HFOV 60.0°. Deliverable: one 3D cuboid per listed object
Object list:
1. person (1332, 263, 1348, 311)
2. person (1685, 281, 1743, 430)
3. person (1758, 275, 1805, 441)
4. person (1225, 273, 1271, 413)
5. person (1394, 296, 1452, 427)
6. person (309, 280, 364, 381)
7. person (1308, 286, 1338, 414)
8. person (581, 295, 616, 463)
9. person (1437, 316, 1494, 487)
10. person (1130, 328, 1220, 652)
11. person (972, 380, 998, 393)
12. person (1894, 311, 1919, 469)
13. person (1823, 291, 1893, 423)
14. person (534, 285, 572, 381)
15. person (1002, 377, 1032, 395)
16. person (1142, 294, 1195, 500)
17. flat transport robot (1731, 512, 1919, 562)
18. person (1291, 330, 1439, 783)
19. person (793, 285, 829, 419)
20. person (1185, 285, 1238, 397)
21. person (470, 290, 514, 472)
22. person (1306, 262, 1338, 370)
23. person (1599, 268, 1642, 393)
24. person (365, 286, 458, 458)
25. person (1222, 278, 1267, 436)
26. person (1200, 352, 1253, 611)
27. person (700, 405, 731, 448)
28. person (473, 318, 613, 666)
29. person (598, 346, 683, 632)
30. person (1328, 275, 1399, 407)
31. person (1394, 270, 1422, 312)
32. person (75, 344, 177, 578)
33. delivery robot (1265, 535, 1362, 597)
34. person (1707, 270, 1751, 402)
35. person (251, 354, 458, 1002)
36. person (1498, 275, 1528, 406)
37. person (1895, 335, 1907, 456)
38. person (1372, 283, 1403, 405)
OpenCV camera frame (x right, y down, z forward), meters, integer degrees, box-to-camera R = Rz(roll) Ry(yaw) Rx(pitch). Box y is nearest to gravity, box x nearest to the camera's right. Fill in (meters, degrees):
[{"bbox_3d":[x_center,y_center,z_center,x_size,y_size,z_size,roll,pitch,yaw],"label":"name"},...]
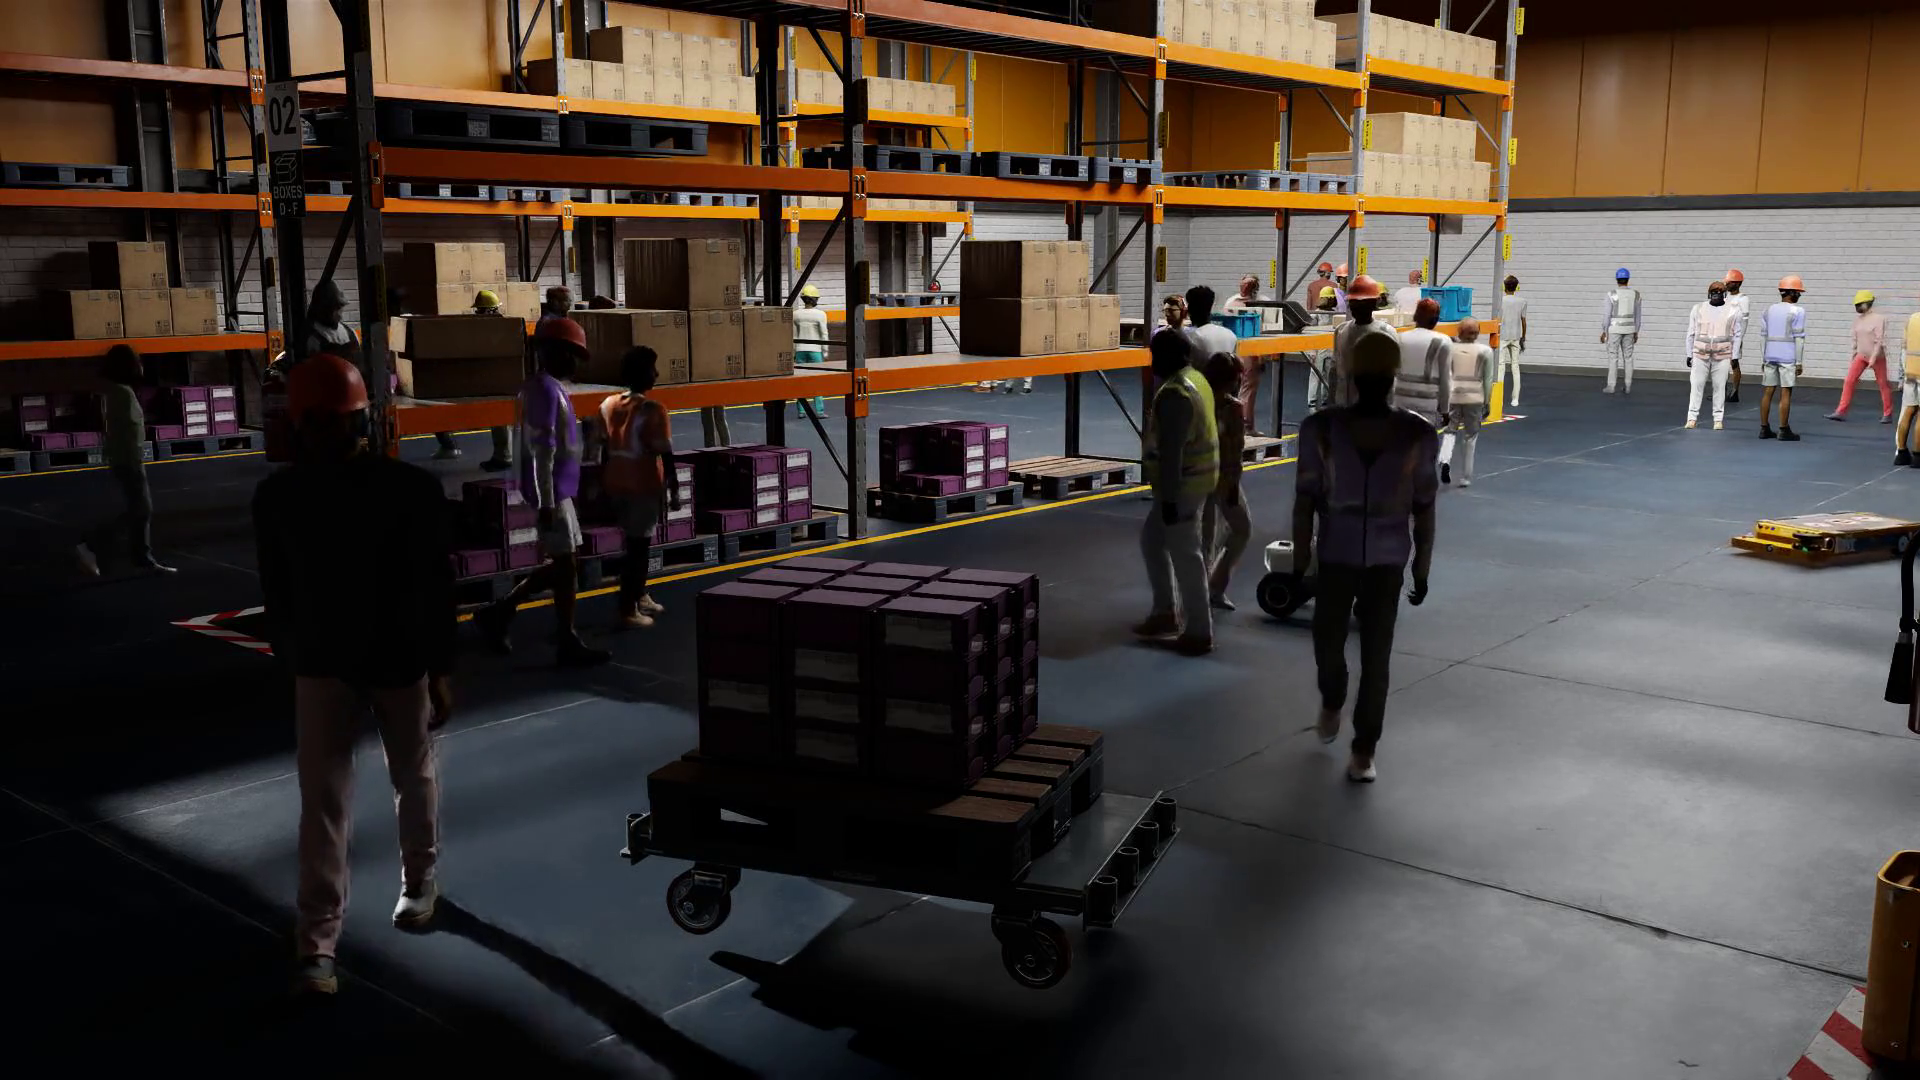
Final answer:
[{"bbox_3d":[5.400,-2.871,23.450,0.607,2.044,0.378,-2,10,-13],"label":"person"},{"bbox_3d":[9.385,-2.297,20.753,0.619,1.845,0.430,5,11,27],"label":"person"},{"bbox_3d":[9.679,-2.133,19.559,0.376,1.933,0.545,-5,11,-25],"label":"person"},{"bbox_3d":[3.877,-2.636,22.456,0.658,1.917,0.475,1,10,7],"label":"person"},{"bbox_3d":[3.842,-1.145,14.189,0.584,1.851,0.756,10,14,44],"label":"person"},{"bbox_3d":[-5.178,-1.162,13.725,0.826,2.000,0.691,5,11,26],"label":"person"},{"bbox_3d":[4.888,-2.512,22.255,0.487,1.746,0.289,-6,11,-29],"label":"person"},{"bbox_3d":[-2.859,-1.004,13.263,0.355,1.887,0.574,3,10,16],"label":"person"},{"bbox_3d":[4.715,-1.285,15.602,0.527,1.623,0.476,5,11,26],"label":"person"},{"bbox_3d":[1.210,-0.283,9.402,0.599,1.806,0.647,3,11,19],"label":"person"},{"bbox_3d":[0.400,-3.271,26.031,0.366,1.936,0.630,6,12,30],"label":"person"},{"bbox_3d":[9.929,-1.701,17.090,0.373,1.934,0.551,-1,10,-6],"label":"person"},{"bbox_3d":[11.710,-2.354,21.487,0.789,1.698,0.551,-3,10,-17],"label":"person"},{"bbox_3d":[-3.785,-1.452,15.763,0.403,1.904,0.651,0,10,-1],"label":"person"},{"bbox_3d":[0.903,-3.131,25.586,0.598,1.816,0.410,7,12,36],"label":"person"},{"bbox_3d":[1.916,-1.250,14.773,0.563,1.847,0.389,9,13,40],"label":"person"},{"bbox_3d":[6.508,-0.038,12.360,1.431,0.197,0.652,-5,11,-26],"label":"flat transport robot"},{"bbox_3d":[1.731,0.055,7.140,0.603,1.915,0.513,2,10,11],"label":"person"},{"bbox_3d":[-1.986,-2.475,21.986,0.526,1.765,0.330,3,10,18],"label":"person"},{"bbox_3d":[1.905,-1.111,13.676,0.630,1.946,0.664,-8,13,-38],"label":"person"},{"bbox_3d":[-4.743,-1.611,16.873,0.403,1.831,0.597,-4,11,-23],"label":"person"},{"bbox_3d":[6.704,-4.125,30.735,0.613,1.991,0.391,7,12,36],"label":"person"},{"bbox_3d":[10.284,-3.243,25.896,0.630,1.948,0.447,-1,10,-5],"label":"person"},{"bbox_3d":[-5.858,-1.757,17.653,0.988,1.855,0.601,-3,10,-18],"label":"person"},{"bbox_3d":[3.447,-2.193,20.010,0.398,1.900,0.634,-9,13,-41],"label":"person"},{"bbox_3d":[1.609,-0.352,10.315,0.369,1.620,0.513,-5,11,-28],"label":"person"},{"bbox_3d":[-2.435,-1.524,16.277,0.535,1.868,0.309,9,14,43],"label":"person"},{"bbox_3d":[-2.258,-0.245,8.958,0.635,1.880,0.627,-1,10,-6],"label":"person"},{"bbox_3d":[-1.870,-0.311,9.907,0.552,1.671,0.625,7,12,37],"label":"person"},{"bbox_3d":[3.131,-1.051,13.091,0.382,2.042,0.607,-8,13,-40],"label":"person"},{"bbox_3d":[7.304,-3.389,26.783,0.644,1.909,0.401,10,14,43],"label":"person"},{"bbox_3d":[-5.682,-0.517,11.251,0.550,1.614,0.511,-6,12,-31],"label":"person"},{"bbox_3d":[2.253,0.146,10.234,0.707,0.478,0.477,5,11,25],"label":"delivery robot"},{"bbox_3d":[11.299,-2.987,24.406,0.357,1.938,0.542,-2,10,-13],"label":"person"},{"bbox_3d":[-1.871,0.389,5.207,0.615,1.940,1.025,-2,10,-9],"label":"person"},{"bbox_3d":[7.827,-2.840,23.770,0.521,1.871,0.327,0,10,2],"label":"person"},{"bbox_3d":[10.426,-1.709,17.998,0.501,1.633,0.289,3,10,15],"label":"person"},{"bbox_3d":[6.020,-2.757,23.606,0.577,1.764,0.852,-2,10,-12],"label":"person"}]
